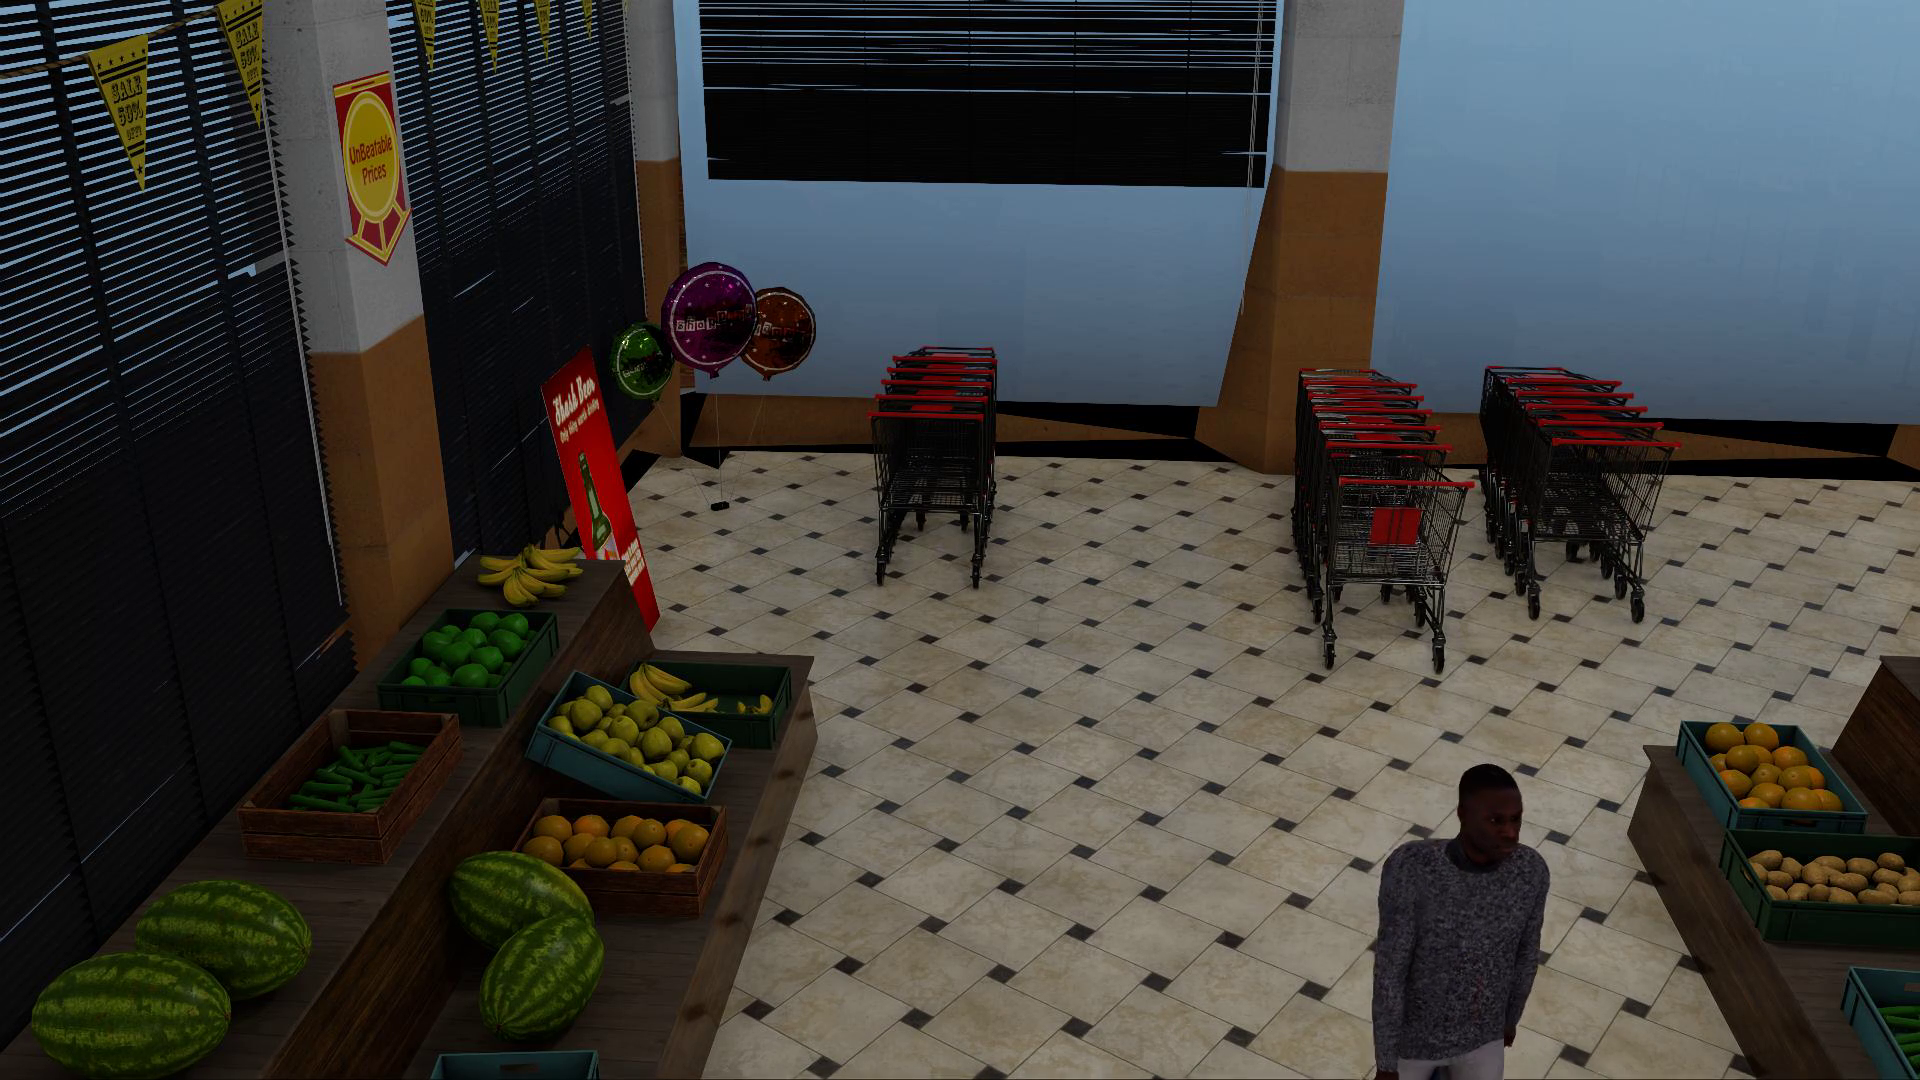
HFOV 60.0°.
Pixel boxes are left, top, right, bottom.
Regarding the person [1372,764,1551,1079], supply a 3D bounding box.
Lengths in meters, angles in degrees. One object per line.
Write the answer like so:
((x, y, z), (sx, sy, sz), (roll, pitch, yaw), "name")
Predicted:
((1.438, 1.459, 5.089), (0.776, 1.791, 1.181), (-1, 22, -2), "person")
